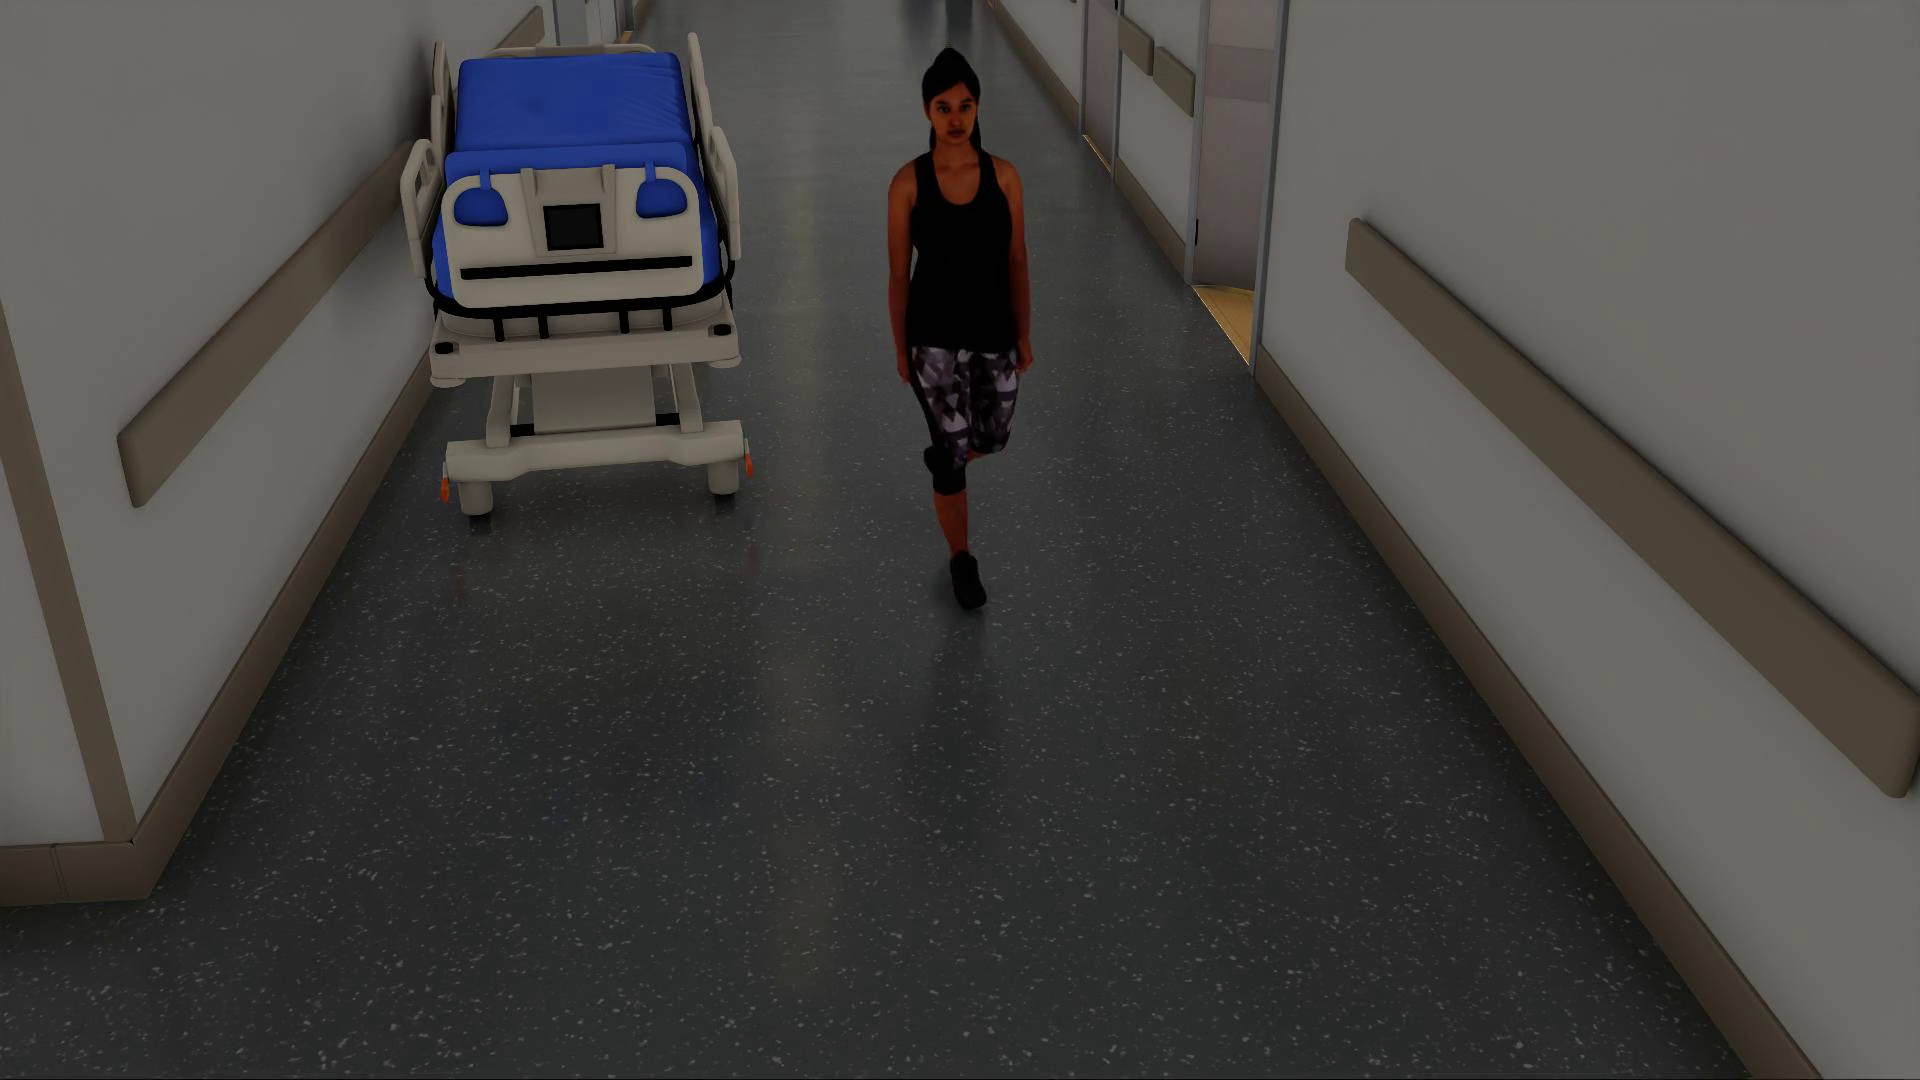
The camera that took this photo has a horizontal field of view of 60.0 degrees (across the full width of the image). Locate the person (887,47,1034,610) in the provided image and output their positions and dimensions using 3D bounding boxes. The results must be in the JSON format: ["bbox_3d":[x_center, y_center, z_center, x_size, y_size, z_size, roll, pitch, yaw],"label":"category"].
[{"bbox_3d":[-0.008,-0.654,5.116,0.916,1.652,0.779,-8,27,-16],"label":"person"}]
